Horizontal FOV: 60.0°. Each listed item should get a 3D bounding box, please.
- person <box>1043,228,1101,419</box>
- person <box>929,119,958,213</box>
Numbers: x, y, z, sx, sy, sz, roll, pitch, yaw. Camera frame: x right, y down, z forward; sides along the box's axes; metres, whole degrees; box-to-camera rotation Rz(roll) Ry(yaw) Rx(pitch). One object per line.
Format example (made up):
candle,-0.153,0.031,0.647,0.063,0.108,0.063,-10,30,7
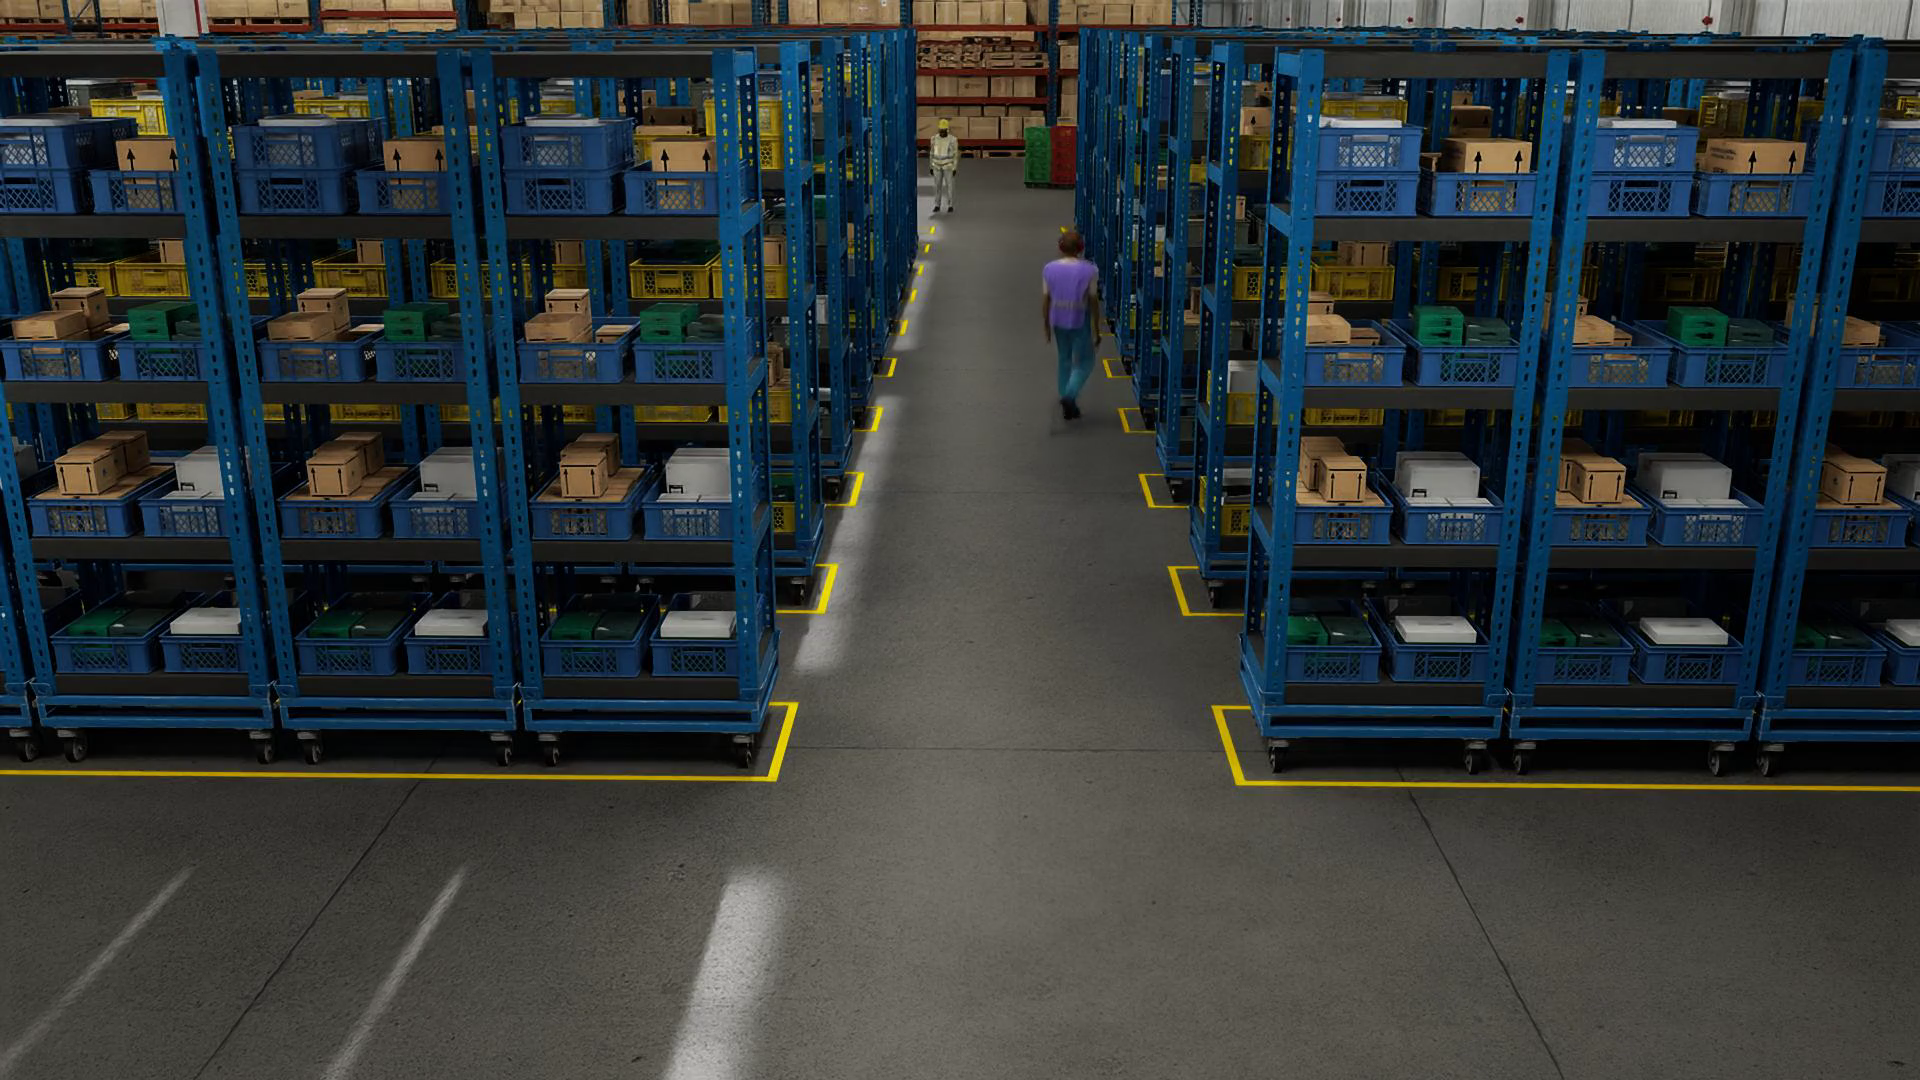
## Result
person,1.061,-2.041,15.853,0.602,1.831,0.432,8,19,25
person,-0.331,-7.429,33.061,0.590,1.826,0.404,6,18,18
